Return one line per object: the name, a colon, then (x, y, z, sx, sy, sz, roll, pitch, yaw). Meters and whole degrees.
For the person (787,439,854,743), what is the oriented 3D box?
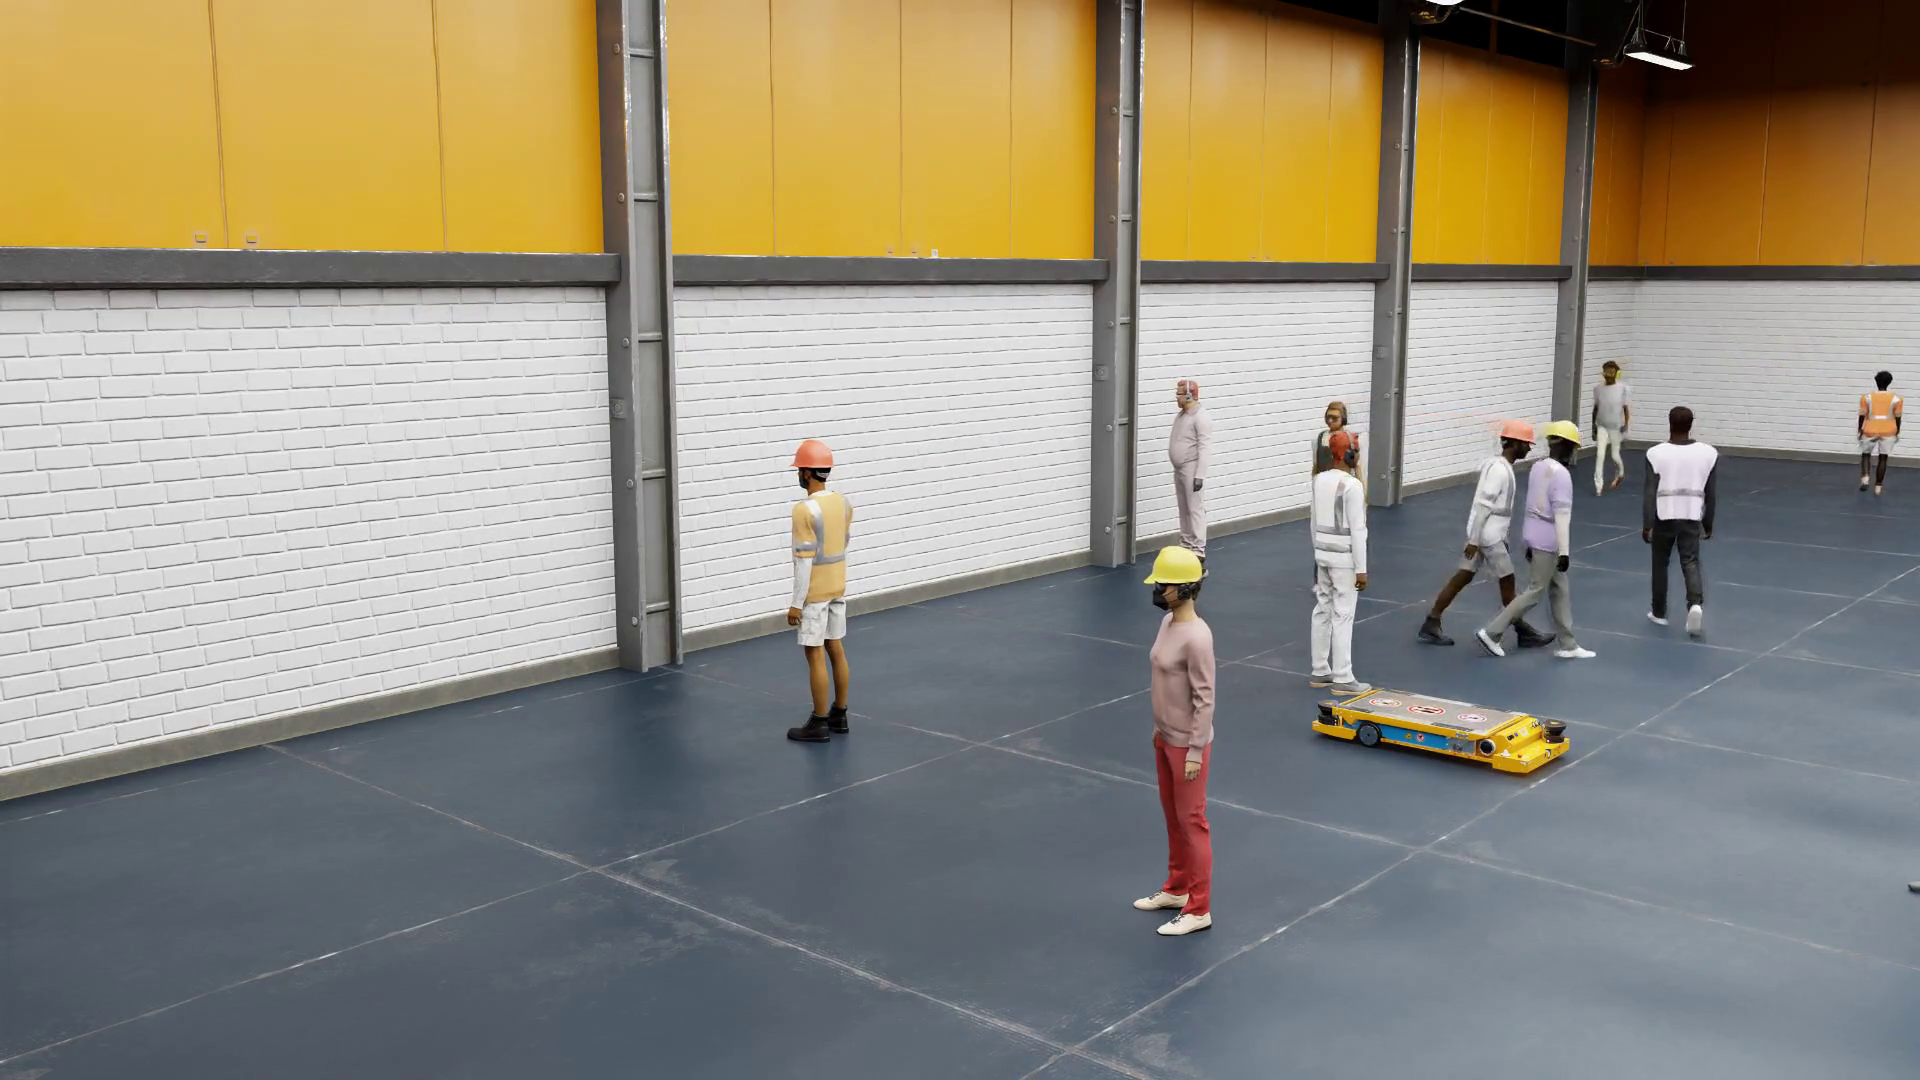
person: (-0.918, 0.326, 10.631, 0.361, 1.939, 0.543, 5, 10, 30)

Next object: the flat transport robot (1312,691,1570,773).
flat transport robot: (3.022, 1.178, 10.503, 1.431, 0.197, 0.652, 8, 12, 40)

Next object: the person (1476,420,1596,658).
person: (4.483, 0.008, 12.879, 0.908, 1.869, 0.610, 0, 9, 2)

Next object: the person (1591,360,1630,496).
person: (8.851, -1.530, 22.585, 0.526, 1.846, 0.751, 6, 11, 33)

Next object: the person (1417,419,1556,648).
person: (4.206, -0.048, 13.292, 1.074, 1.852, 0.550, 2, 9, 11)

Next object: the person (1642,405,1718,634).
person: (6.030, -0.177, 13.929, 0.602, 1.893, 0.862, 1, 9, 8)

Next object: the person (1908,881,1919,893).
person: (4.818, 0.832, 7.750, 0.389, 1.843, 0.563, -1, 9, -8)

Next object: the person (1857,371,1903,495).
person: (12.478, -1.453, 22.573, 0.541, 1.682, 0.361, 5, 10, 29)

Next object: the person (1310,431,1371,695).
person: (2.706, 0.164, 11.839, 0.348, 1.880, 0.583, -4, 10, -21)

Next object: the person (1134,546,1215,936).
person: (0.979, 0.903, 7.550, 0.315, 1.767, 0.535, -2, 9, -11)

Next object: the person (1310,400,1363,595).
person: (3.567, -0.420, 15.708, 0.515, 1.822, 0.843, 6, 11, 33)

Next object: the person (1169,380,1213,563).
person: (2.353, -0.704, 17.210, 0.399, 1.905, 0.642, -2, 9, -15)
